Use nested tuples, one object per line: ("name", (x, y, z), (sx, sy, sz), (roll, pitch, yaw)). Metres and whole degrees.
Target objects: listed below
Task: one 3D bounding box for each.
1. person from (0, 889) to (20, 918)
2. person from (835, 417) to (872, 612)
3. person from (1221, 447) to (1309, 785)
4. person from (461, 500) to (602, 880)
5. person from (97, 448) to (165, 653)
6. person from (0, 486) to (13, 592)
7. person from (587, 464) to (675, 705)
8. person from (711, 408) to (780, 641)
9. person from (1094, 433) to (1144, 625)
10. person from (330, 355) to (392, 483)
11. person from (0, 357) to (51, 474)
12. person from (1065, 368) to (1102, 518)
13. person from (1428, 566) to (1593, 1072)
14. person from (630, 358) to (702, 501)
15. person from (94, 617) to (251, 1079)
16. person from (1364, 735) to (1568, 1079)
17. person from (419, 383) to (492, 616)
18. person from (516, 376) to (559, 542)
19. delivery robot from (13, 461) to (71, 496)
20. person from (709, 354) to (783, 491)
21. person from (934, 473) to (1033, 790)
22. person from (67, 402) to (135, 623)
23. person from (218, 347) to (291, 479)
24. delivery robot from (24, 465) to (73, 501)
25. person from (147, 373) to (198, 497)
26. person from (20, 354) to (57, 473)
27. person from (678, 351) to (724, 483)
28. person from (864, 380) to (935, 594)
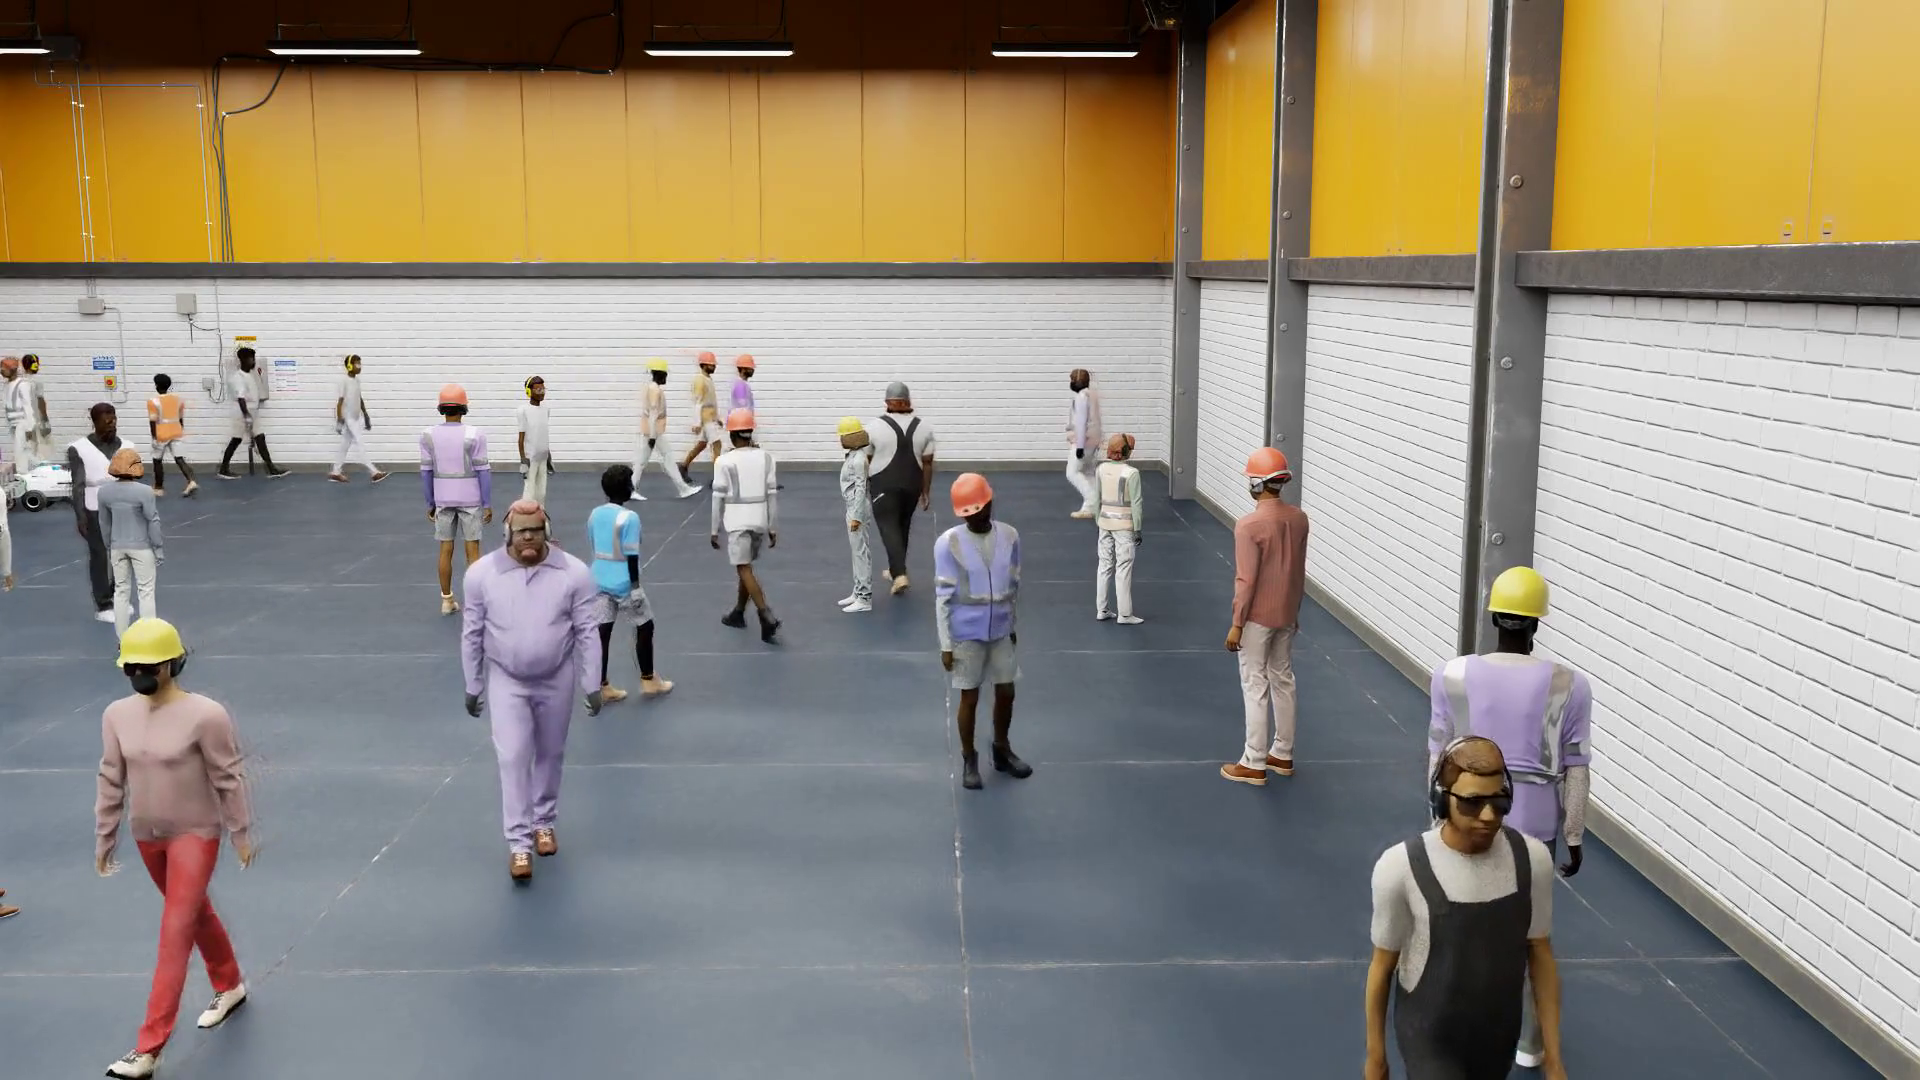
("person", (-4.653, 0.959, 7.788), (0.273, 1.631, 0.507), (-7, 12, -39))
("person", (-0.949, -0.231, 14.780), (0.311, 1.735, 0.484), (-1, 9, -9))
("person", (1.800, 0.444, 9.838), (0.623, 1.993, 0.384), (-8, 12, -41))
("person", (-2.129, 0.743, 8.352), (0.680, 1.872, 0.863), (-3, 10, -20))
("person", (-6.531, 0.086, 13.144), (0.497, 1.633, 0.285), (1, 9, 8))
("person", (-7.007, 0.208, 11.655), (0.652, 1.894, 1.013), (-4, 10, -24))
("person", (-2.310, 0.299, 11.674), (0.552, 1.671, 0.683), (8, 12, 39))
("person", (-1.745, -0.134, 13.724), (0.552, 1.899, 0.973), (-6, 11, -34))
("person", (1.355, -0.094, 14.225), (0.309, 1.639, 0.522), (-8, 12, -40))
("person", (-8.557, -1.709, 23.600), (0.991, 1.817, 0.550), (1, 9, 5))
("person", (-12.654, -1.553, 22.503), (0.582, 1.867, 0.631), (8, 12, 39))
("person", (1.491, -1.154, 20.132), (0.436, 1.836, 0.667), (3, 10, 16))
("person", (2.071, 1.054, 6.311), (0.587, 1.927, 0.369), (4, 10, 22))
("person", (-3.942, -1.437, 21.749), (1.041, 1.871, 0.603), (-3, 10, -20))
("person", (-3.050, 1.145, 6.355), (0.547, 1.715, 0.918), (2, 9, 13))
("person", (1.357, 1.383, 4.685), (0.514, 1.810, 0.944), (-2, 10, -15))
("person", (-4.385, -0.348, 14.541), (0.607, 2.048, 0.368), (1, 9, 3))
("person", (-4.652, -0.873, 18.300), (0.331, 1.872, 0.513), (4, 10, 25))
("delivery robot", (-11.757, -0.769, 21.394), (0.477, 0.478, 0.707), (9, 13, 43))
("person", (-2.970, -1.589, 22.653), (1.006, 1.889, 0.564), (0, 9, 1))
("person", (0.125, 0.531, 9.632), (0.602, 1.888, 0.498), (-4, 10, -25))
("person", (-7.329, -0.230, 14.274), (0.448, 1.905, 0.606), (6, 11, 32))
("person", (-10.286, -1.823, 23.990), (1.005, 1.914, 0.623), (0, 9, -2))
("delivery robot", (-11.380, -0.702, 20.986), (0.707, 0.478, 0.477), (-2, 9, -13))
("person", (-10.433, -1.371, 21.987), (0.785, 1.666, 0.544), (6, 11, 33))
("person", (-12.899, -1.665, 23.193), (0.573, 1.850, 0.390), (2, 10, 15))
("person", (-3.612, -1.720, 23.428), (0.947, 1.903, 0.545), (0, 9, 2))
("person", (-0.592, -0.537, 15.718), (0.685, 2.000, 1.013), (-4, 10, -25))
